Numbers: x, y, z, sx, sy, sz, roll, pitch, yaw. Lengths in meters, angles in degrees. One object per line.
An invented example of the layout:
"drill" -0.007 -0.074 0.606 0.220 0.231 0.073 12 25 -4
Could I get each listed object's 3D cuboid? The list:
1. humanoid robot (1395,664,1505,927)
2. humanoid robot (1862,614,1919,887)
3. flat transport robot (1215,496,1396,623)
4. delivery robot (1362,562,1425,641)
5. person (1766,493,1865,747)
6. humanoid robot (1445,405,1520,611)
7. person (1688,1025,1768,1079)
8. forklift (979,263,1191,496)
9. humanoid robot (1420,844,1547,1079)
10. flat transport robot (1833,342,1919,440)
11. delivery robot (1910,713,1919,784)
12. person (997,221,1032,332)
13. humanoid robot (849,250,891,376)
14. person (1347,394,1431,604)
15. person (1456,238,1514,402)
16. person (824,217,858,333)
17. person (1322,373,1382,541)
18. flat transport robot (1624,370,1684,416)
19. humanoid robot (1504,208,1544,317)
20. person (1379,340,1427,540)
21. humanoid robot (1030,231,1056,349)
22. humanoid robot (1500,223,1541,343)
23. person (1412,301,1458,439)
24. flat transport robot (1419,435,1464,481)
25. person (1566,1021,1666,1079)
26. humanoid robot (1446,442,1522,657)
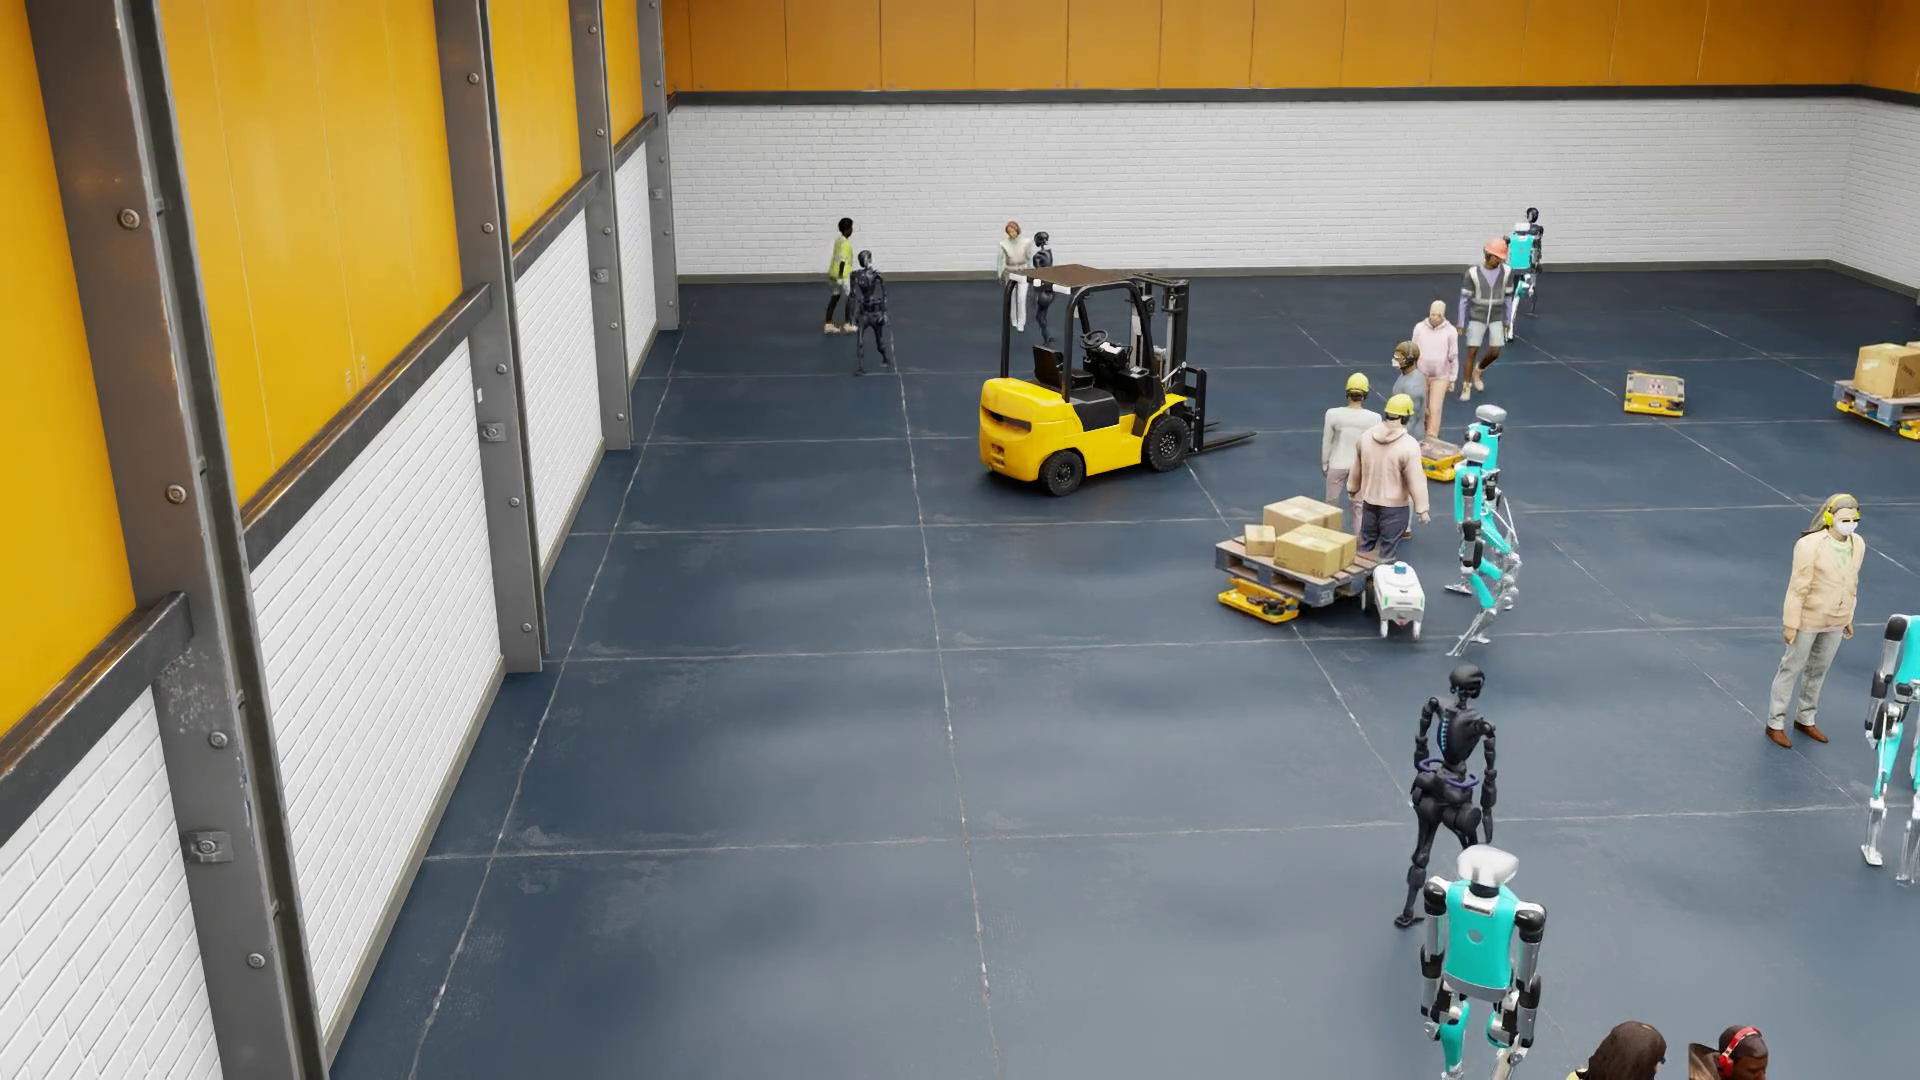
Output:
"humanoid robot" 2.882 1.447 9.680 0.715 1.635 0.601 -14 24 -33
"humanoid robot" 5.823 1.285 10.130 0.560 1.859 0.829 8 22 21
"flat transport robot" 2.994 0.396 14.547 1.431 0.231 0.659 -15 25 -35
"delivery robot" 3.662 0.478 13.927 0.499 0.606 0.805 2 20 6
"person" 6.075 0.553 11.791 0.561 1.875 0.390 -5 21 -12
"humanoid robot" 4.628 -0.234 14.162 0.895 1.779 0.546 18 27 40
"person" 2.939 2.593 6.569 0.461 1.647 0.308 -7 21 -18
"forklift" 1.315 -1.764 17.646 2.313 2.155 1.214 -14 24 -33
"humanoid robot" 2.447 2.151 7.718 0.544 1.828 0.761 13 24 31
"flat transport robot" 11.117 -1.466 19.622 0.659 0.231 1.431 -3 20 -9
"delivery robot" 6.830 1.394 11.441 0.499 0.614 0.818 7 21 19
"person" 0.794 -3.821 24.108 0.515 1.587 0.835 1 20 2
"humanoid robot" -1.161 -2.996 21.847 0.615 1.646 0.772 9 22 24
"person" 3.647 -0.342 14.265 0.435 1.853 0.820 -17 26 -38
"person" 6.453 -2.723 20.502 0.680 2.019 0.502 2 20 5
"person" -1.710 -3.798 23.935 0.624 1.663 0.547 -9 22 -23
"person" 3.583 -0.667 15.291 0.520 1.759 0.359 5 21 13
"flat transport robot" 8.585 -1.811 20.563 0.659 0.231 1.431 8 22 20
"humanoid robot" 8.486 -4.137 24.870 0.609 1.636 0.656 -8 22 -22
"person" 4.228 -0.952 15.821 0.365 1.933 0.631 5 21 14
"humanoid robot" 1.155 -3.416 22.892 0.332 1.648 0.608 7 21 19
"humanoid robot" 7.791 -3.618 23.371 0.550 1.743 1.017 3 20 8
"person" 5.238 -1.810 18.392 0.553 1.756 0.611 12 23 30
"flat transport robot" 4.989 -0.949 18.214 0.659 0.231 1.431 -13 24 -31
"person" 2.441 2.609 6.334 0.378 1.775 0.465 -10 22 -26
"humanoid robot" 4.226 0.117 13.196 0.722 1.810 0.540 5 21 13
